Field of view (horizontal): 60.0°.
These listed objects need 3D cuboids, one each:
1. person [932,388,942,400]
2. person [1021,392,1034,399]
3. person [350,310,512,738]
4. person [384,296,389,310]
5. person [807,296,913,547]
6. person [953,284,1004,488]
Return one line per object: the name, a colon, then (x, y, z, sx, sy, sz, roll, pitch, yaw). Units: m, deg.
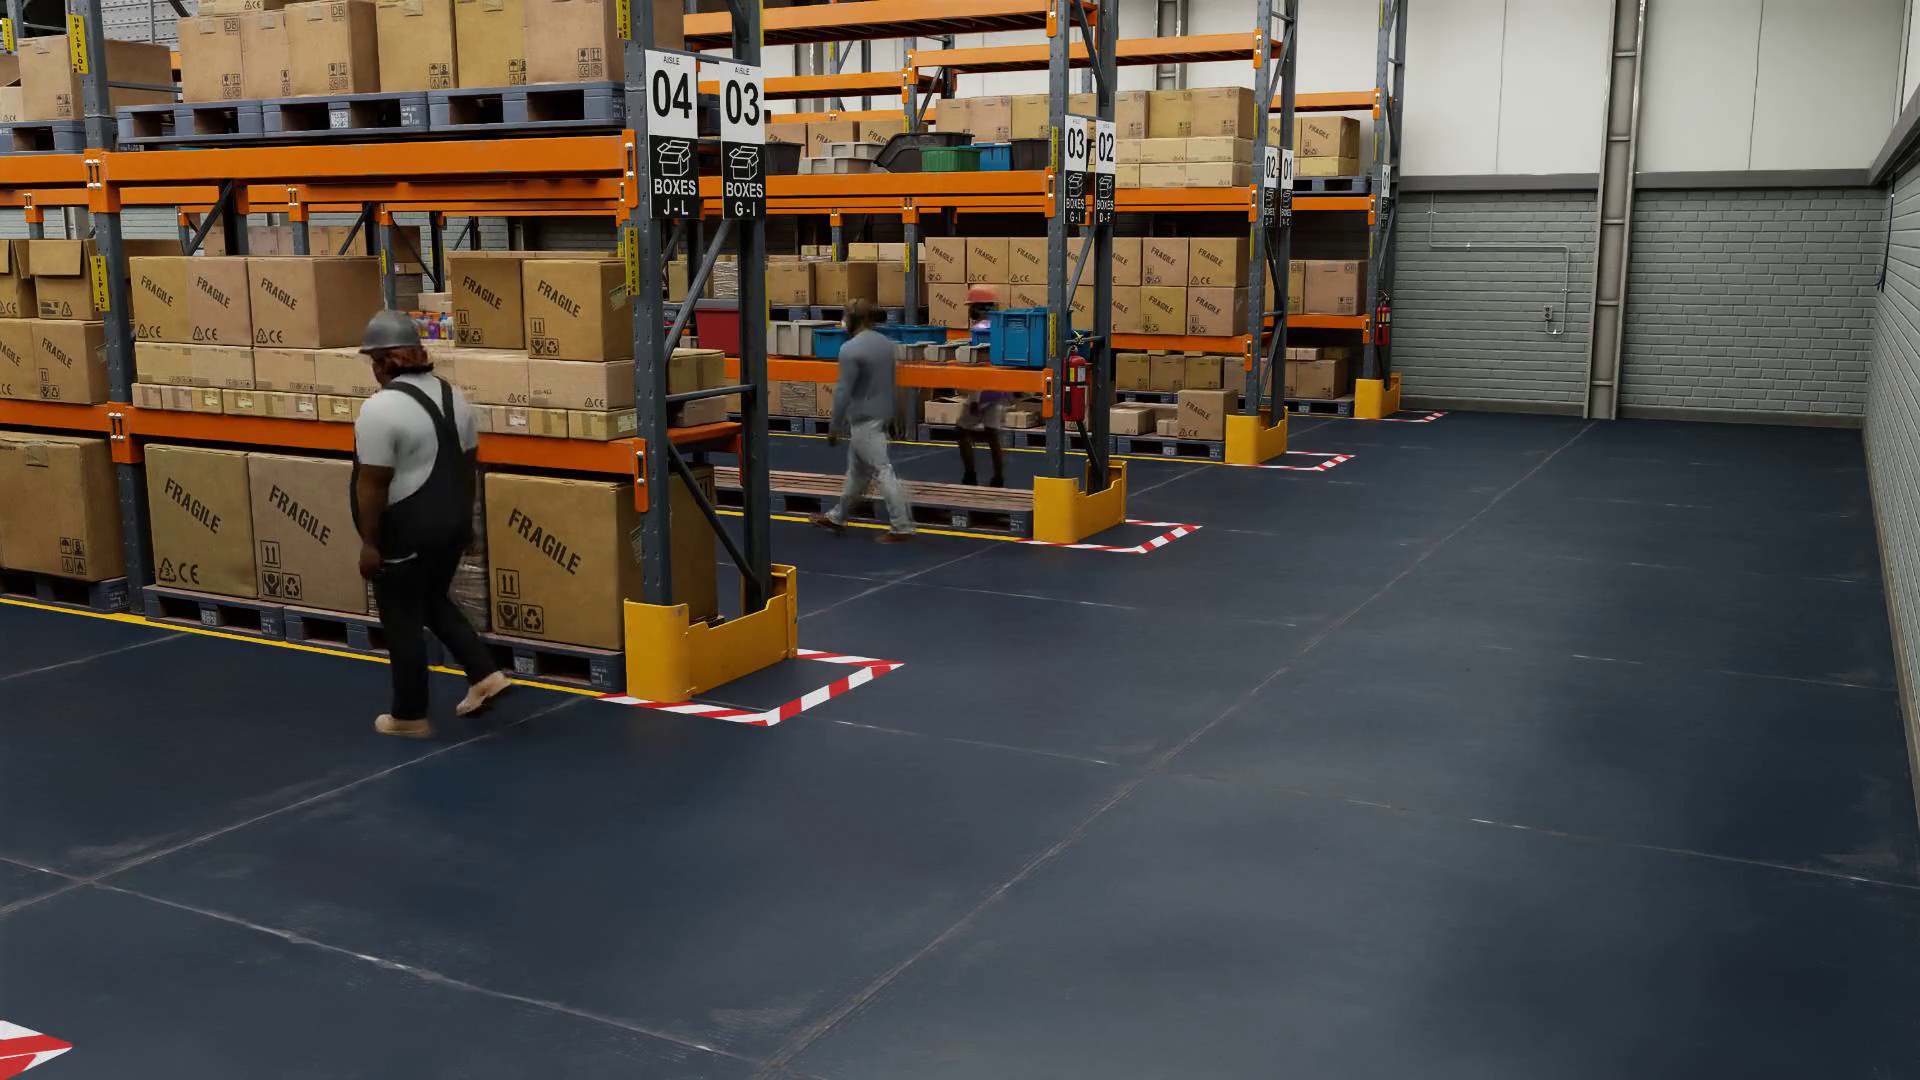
person: (-0.506, -2.445, 20.838, 1.070, 1.983, 0.636, 6, 12, 29)
person: (0.586, -2.420, 21.205, 0.871, 1.792, 0.616, 4, 11, 21)
person: (-2.546, -0.085, 7.805, 0.612, 2.000, 0.717, 3, 11, 18)
person: (-7.404, -2.470, 20.989, 0.714, 1.964, 0.629, 4, 11, 23)
person: (-0.776, -0.902, 12.692, 1.020, 1.879, 0.652, 5, 11, 23)
person: (0.138, -1.330, 14.935, 0.660, 1.912, 0.565, 6, 12, 30)
